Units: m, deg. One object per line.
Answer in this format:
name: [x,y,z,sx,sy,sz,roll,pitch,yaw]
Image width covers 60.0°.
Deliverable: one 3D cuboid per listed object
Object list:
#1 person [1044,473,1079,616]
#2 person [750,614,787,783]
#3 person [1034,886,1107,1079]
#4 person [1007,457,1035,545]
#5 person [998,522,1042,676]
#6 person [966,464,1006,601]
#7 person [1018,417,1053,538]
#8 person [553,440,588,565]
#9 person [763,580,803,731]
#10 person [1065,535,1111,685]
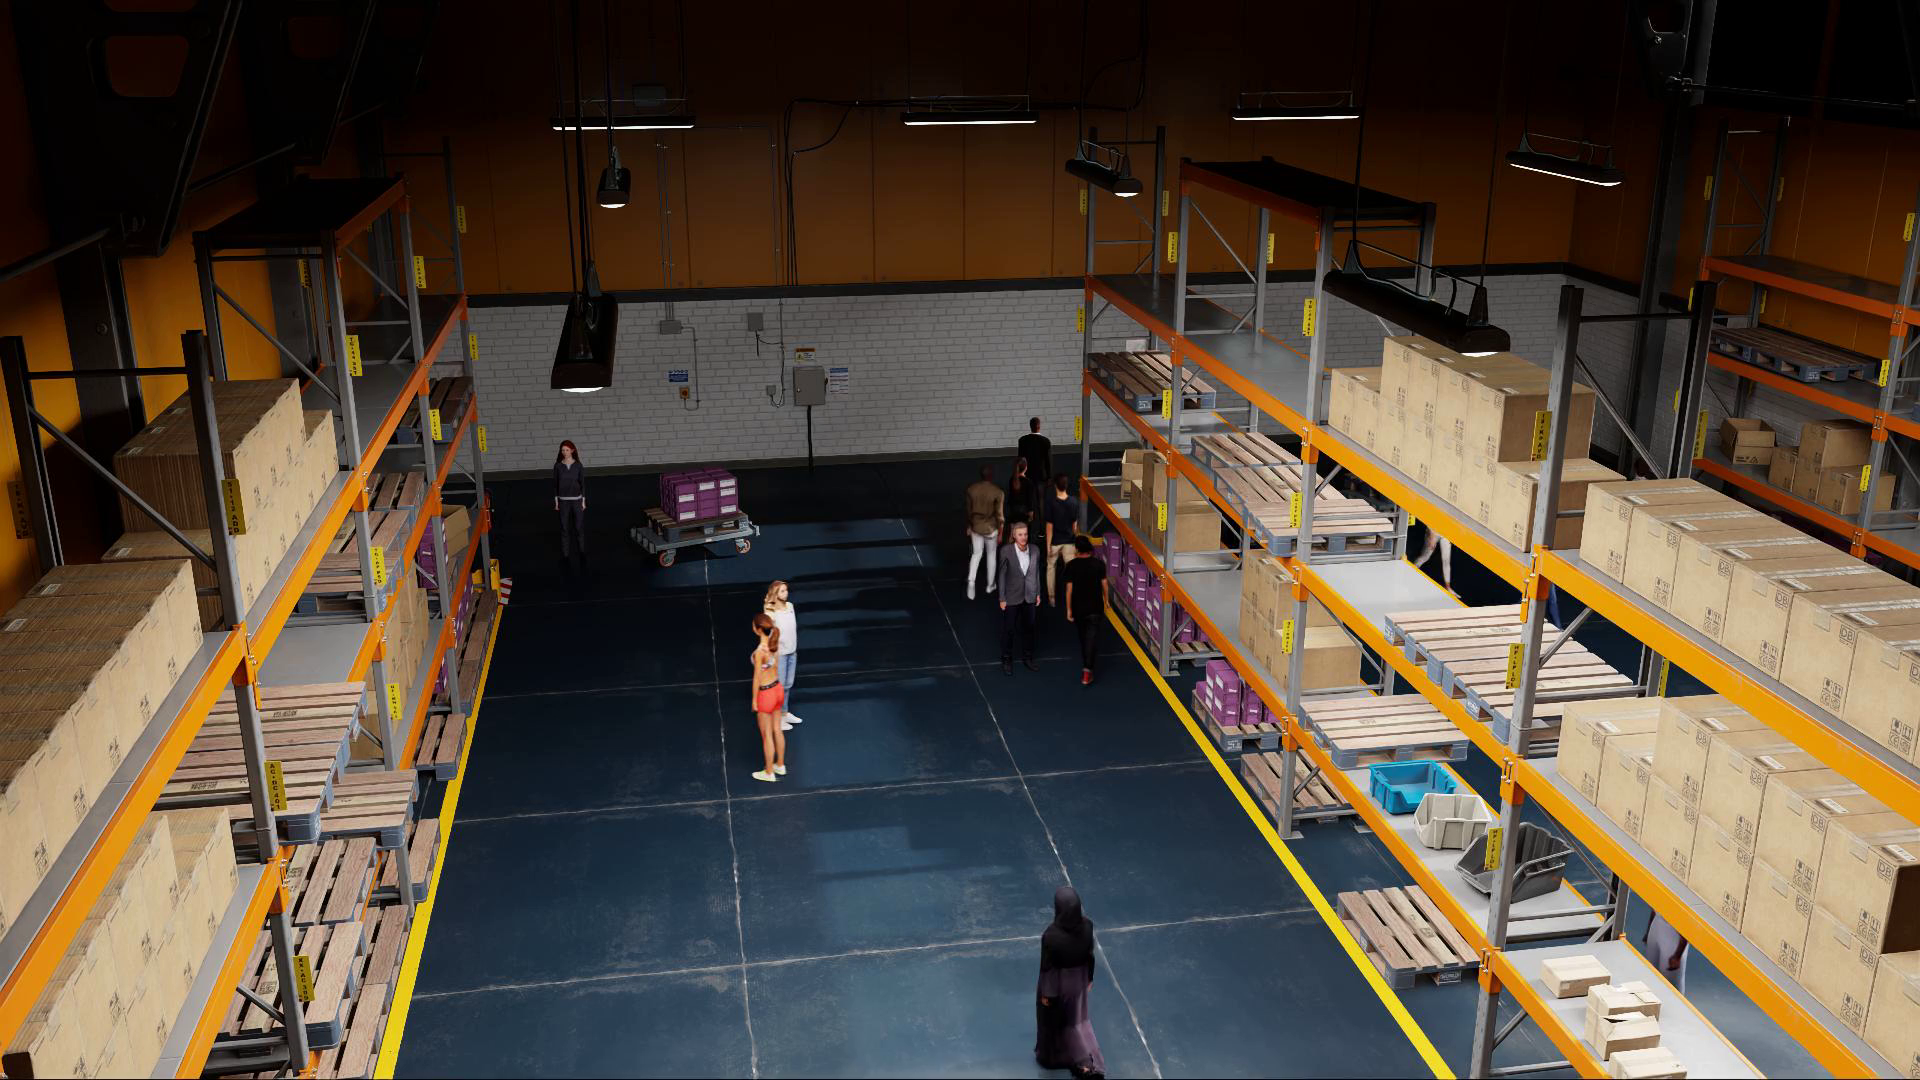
person: [1.344,0.076,21.338,0.702,1.833,1.112,-5,19,-16]
person: [-1.929,1.591,16.907,0.733,1.789,0.656,9,21,26]
person: [0.799,3.285,12.177,0.752,1.597,1.051,-8,20,-23]
person: [0.813,-0.398,23.200,0.800,1.543,0.931,8,20,22]
person: [0.705,0.656,19.601,0.757,1.842,0.678,-7,20,-21]
person: [0.287,-0.089,21.883,1.002,1.799,1.148,6,20,19]
person: [1.100,-0.929,24.373,0.727,1.800,0.696,4,19,11]
person: [-5.440,-0.532,23.227,0.594,1.780,0.533,-1,19,-4]
person: [-1.947,1.237,18.062,0.767,1.723,0.684,10,21,27]
person: [1.470,0.845,19.265,0.956,1.697,1.267,4,19,12]
